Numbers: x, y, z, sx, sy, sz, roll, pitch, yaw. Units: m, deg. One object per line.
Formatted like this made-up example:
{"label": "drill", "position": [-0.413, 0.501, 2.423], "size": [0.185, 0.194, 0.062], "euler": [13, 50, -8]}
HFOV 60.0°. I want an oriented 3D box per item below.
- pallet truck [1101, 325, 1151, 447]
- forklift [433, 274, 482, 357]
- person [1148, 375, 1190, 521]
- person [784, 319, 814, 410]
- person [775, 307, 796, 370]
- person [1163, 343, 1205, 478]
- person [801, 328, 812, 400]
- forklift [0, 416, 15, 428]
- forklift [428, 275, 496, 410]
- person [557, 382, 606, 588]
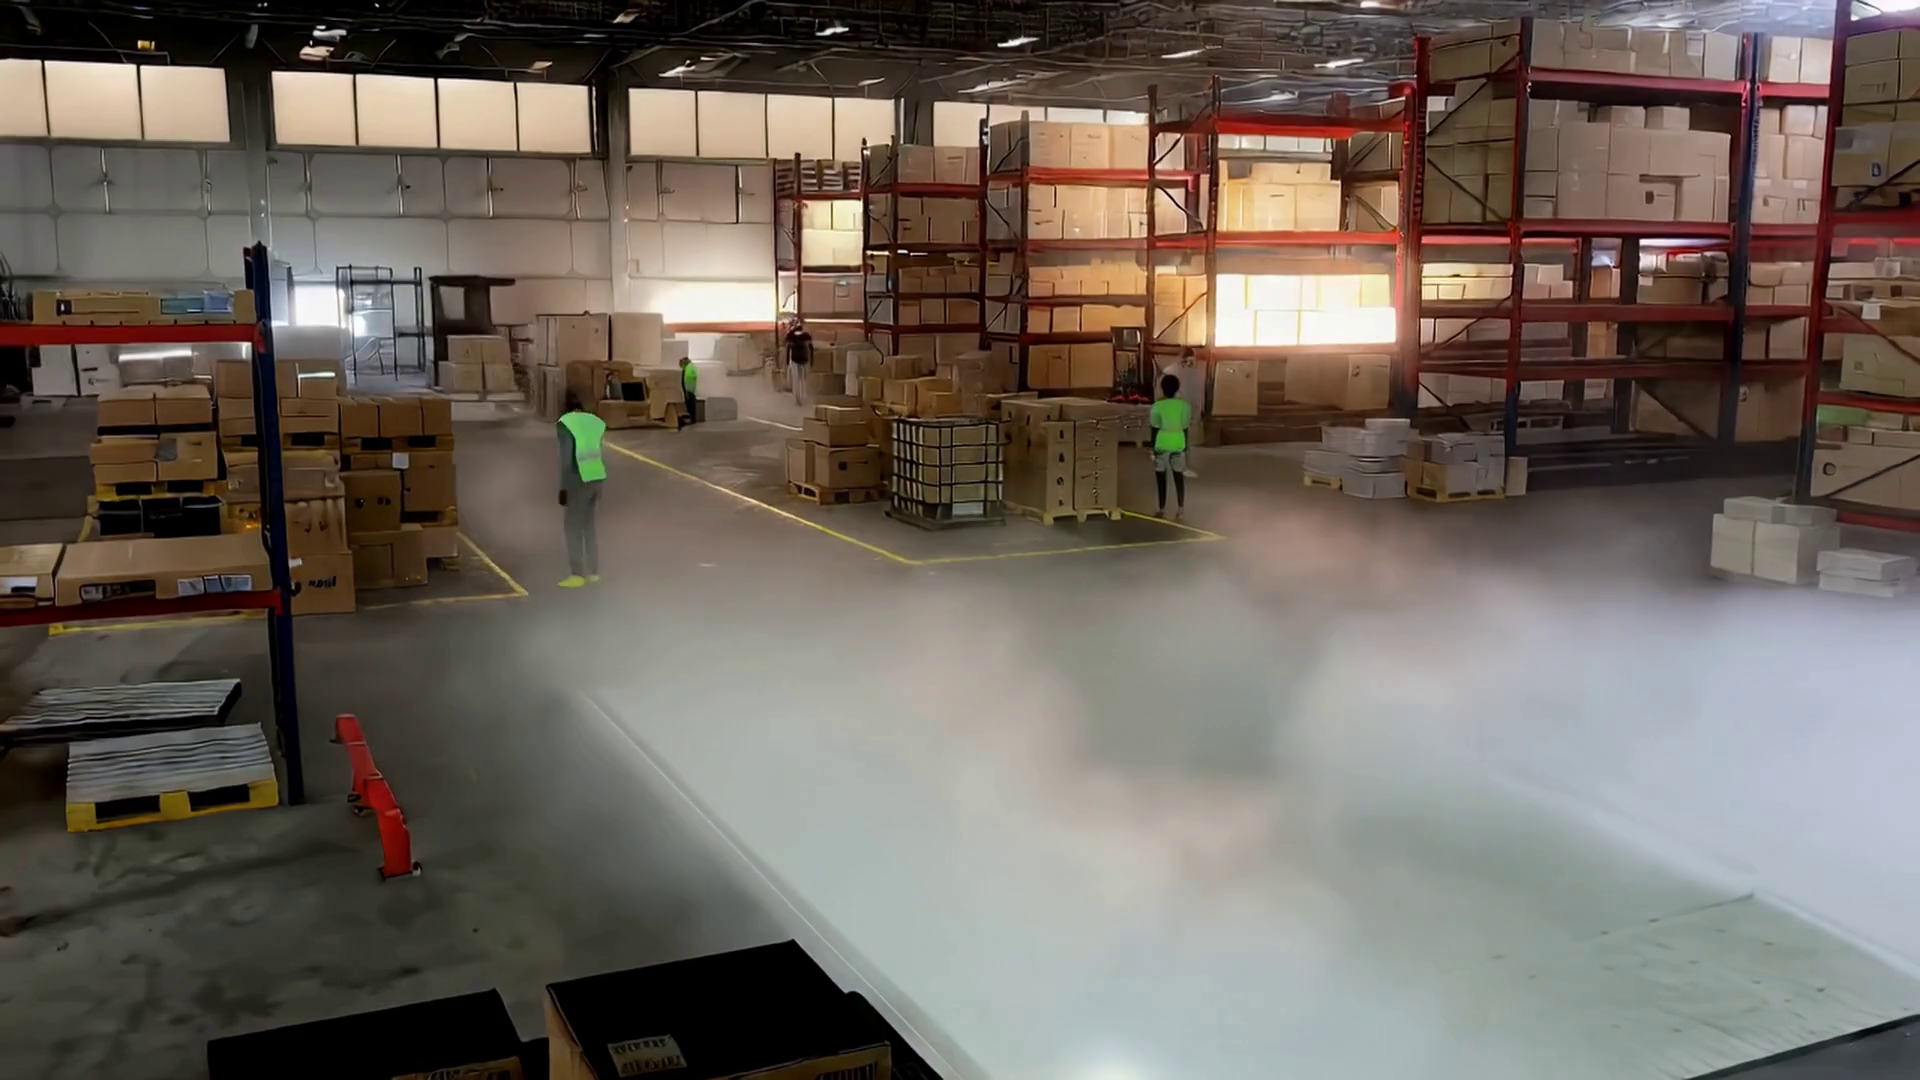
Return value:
{"label": "pallet truck", "position": [2.881, -2.596, 27.923], "size": [0.823, 1.965, 1.885], "euler": [-1, 9, -7]}
{"label": "forklift", "position": [-12.304, -5.298, 41.954], "size": [1.873, 2.768, 1.129], "euler": [-4, 10, -25]}
{"label": "person", "position": [2.433, -1.070, 19.379], "size": [0.541, 1.698, 0.315], "euler": [-5, 10, -26]}
{"label": "person", "position": [-3.414, -3.723, 35.182], "size": [0.633, 1.918, 0.779], "euler": [-3, 10, -19]}
{"label": "person", "position": [-4.511, -5.072, 43.294], "size": [0.618, 1.993, 0.396], "euler": [3, 10, 19]}
{"label": "person", "position": [3.165, -1.828, 23.475], "size": [0.675, 1.890, 0.474], "euler": [-4, 10, -25]}
{"label": "person", "position": [-3.498, -3.976, 37.636], "size": [0.359, 1.630, 0.513], "euler": [-2, 9, -12]}
{"label": "forklift", "position": [-18.546, -3.444, 30.456], "size": [1.873, 2.768, 1.129], "euler": [-4, 10, -25]}
{"label": "forklift", "position": [-10.487, -4.137, 34.753], "size": [1.129, 2.768, 1.873], "euler": [-4, 10, -25]}
{"label": "person", "position": [-3.523, -0.508, 15.394], "size": [0.373, 1.868, 0.820], "euler": [3, 10, 18]}
